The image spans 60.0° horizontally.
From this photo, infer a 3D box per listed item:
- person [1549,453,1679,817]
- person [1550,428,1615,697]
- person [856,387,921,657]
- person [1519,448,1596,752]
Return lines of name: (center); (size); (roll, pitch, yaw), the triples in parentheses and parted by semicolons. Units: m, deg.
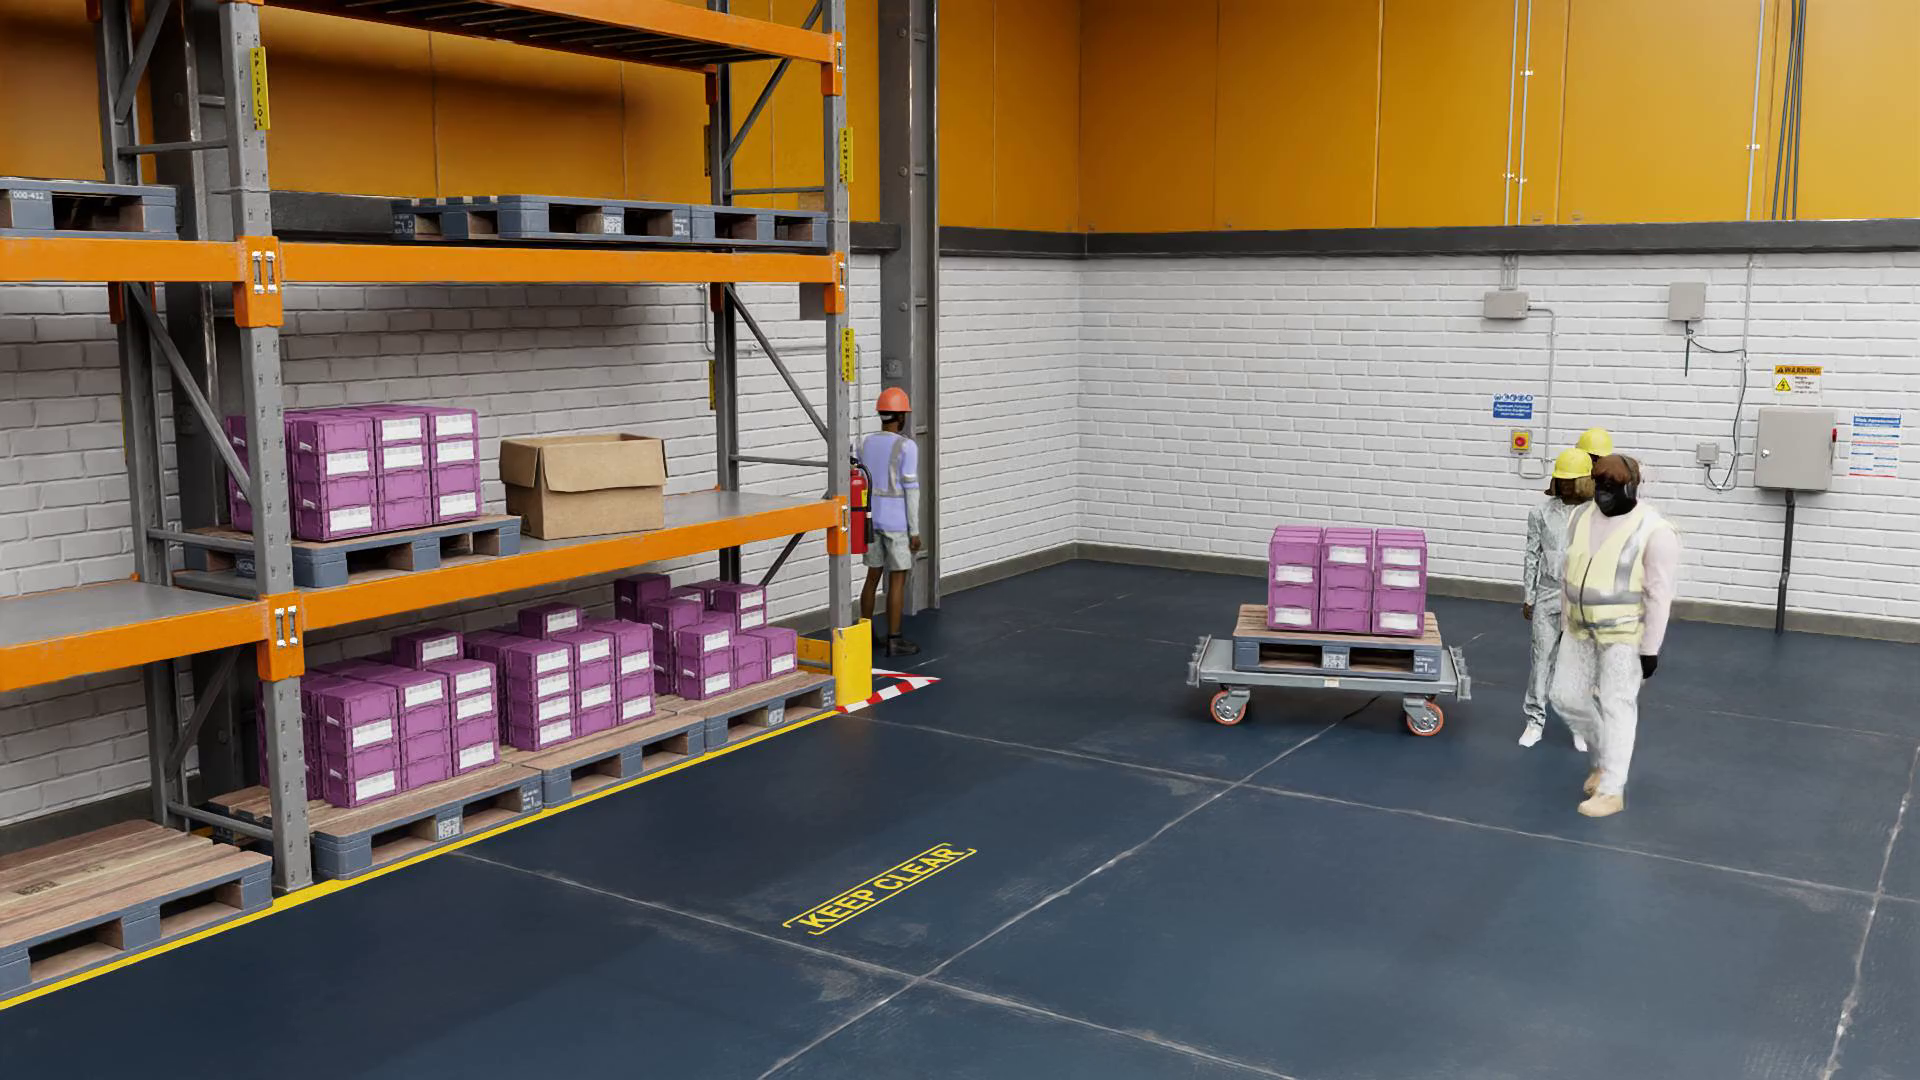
person: (3.251, 0.472, 8.335); (0.442, 1.827, 0.649); (-5, 10, -29)
person: (3.987, 0.161, 10.593); (0.527, 1.760, 0.340); (-2, 9, -15)
person: (-0.496, -0.135, 11.963); (0.553, 1.930, 0.387); (8, 12, 41)
person: (3.459, 0.342, 9.471); (0.493, 1.738, 0.321); (4, 9, 22)
